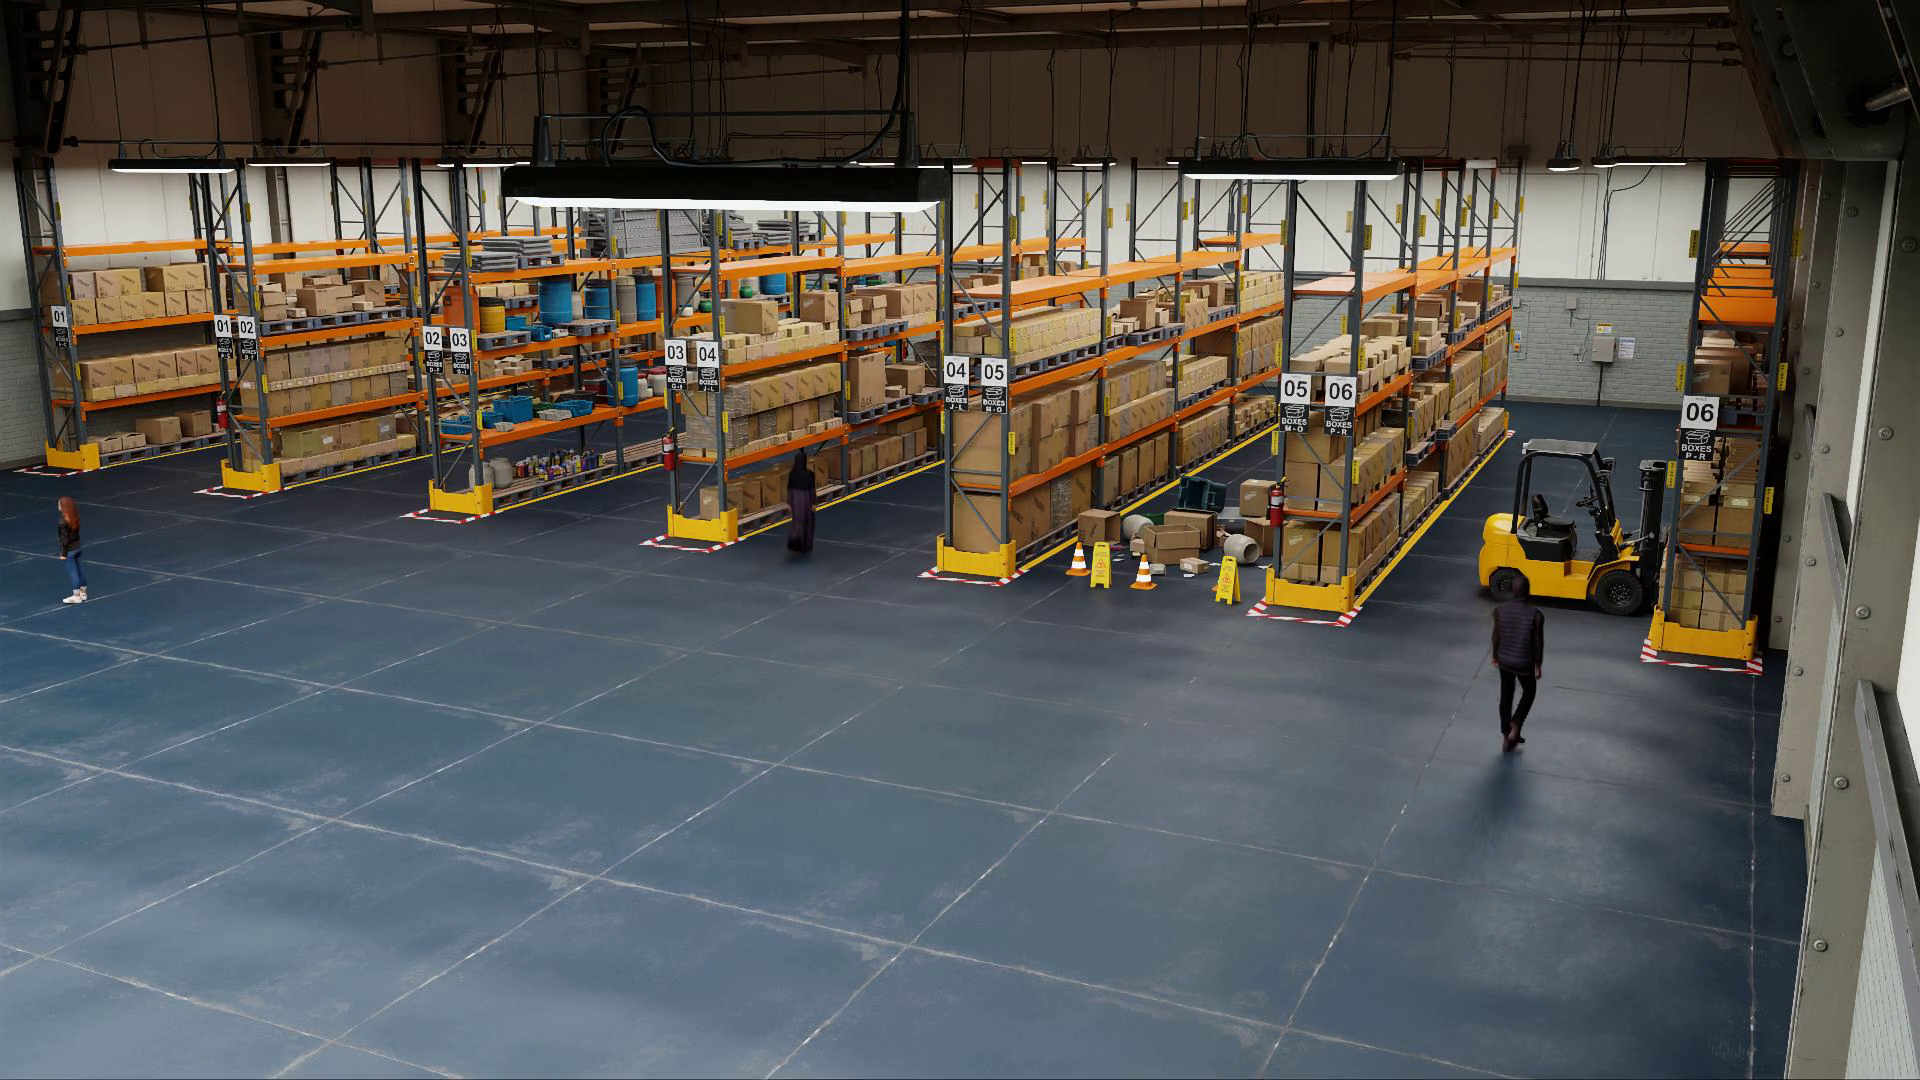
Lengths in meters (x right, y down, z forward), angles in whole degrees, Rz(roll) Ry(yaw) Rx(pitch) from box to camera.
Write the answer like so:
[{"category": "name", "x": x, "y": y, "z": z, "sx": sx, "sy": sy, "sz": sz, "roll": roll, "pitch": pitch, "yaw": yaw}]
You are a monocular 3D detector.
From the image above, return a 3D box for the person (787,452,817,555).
[{"category": "person", "x": -2.450, "y": -0.559, "z": 25.622, "sx": 0.703, "sy": 1.605, "sz": 0.868, "roll": 3, "pitch": 13, "yaw": 12}]

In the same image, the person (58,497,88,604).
[{"category": "person", "x": -12.252, "y": 0.124, "z": 22.940, "sx": 0.693, "sy": 1.483, "sz": 0.572, "roll": 0, "pitch": 13, "yaw": 1}]

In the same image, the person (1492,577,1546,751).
[{"category": "person", "x": 5.698, "y": 1.292, "z": 17.135, "sx": 0.791, "sy": 1.826, "sz": 0.746, "roll": 10, "pitch": 16, "yaw": 37}]
